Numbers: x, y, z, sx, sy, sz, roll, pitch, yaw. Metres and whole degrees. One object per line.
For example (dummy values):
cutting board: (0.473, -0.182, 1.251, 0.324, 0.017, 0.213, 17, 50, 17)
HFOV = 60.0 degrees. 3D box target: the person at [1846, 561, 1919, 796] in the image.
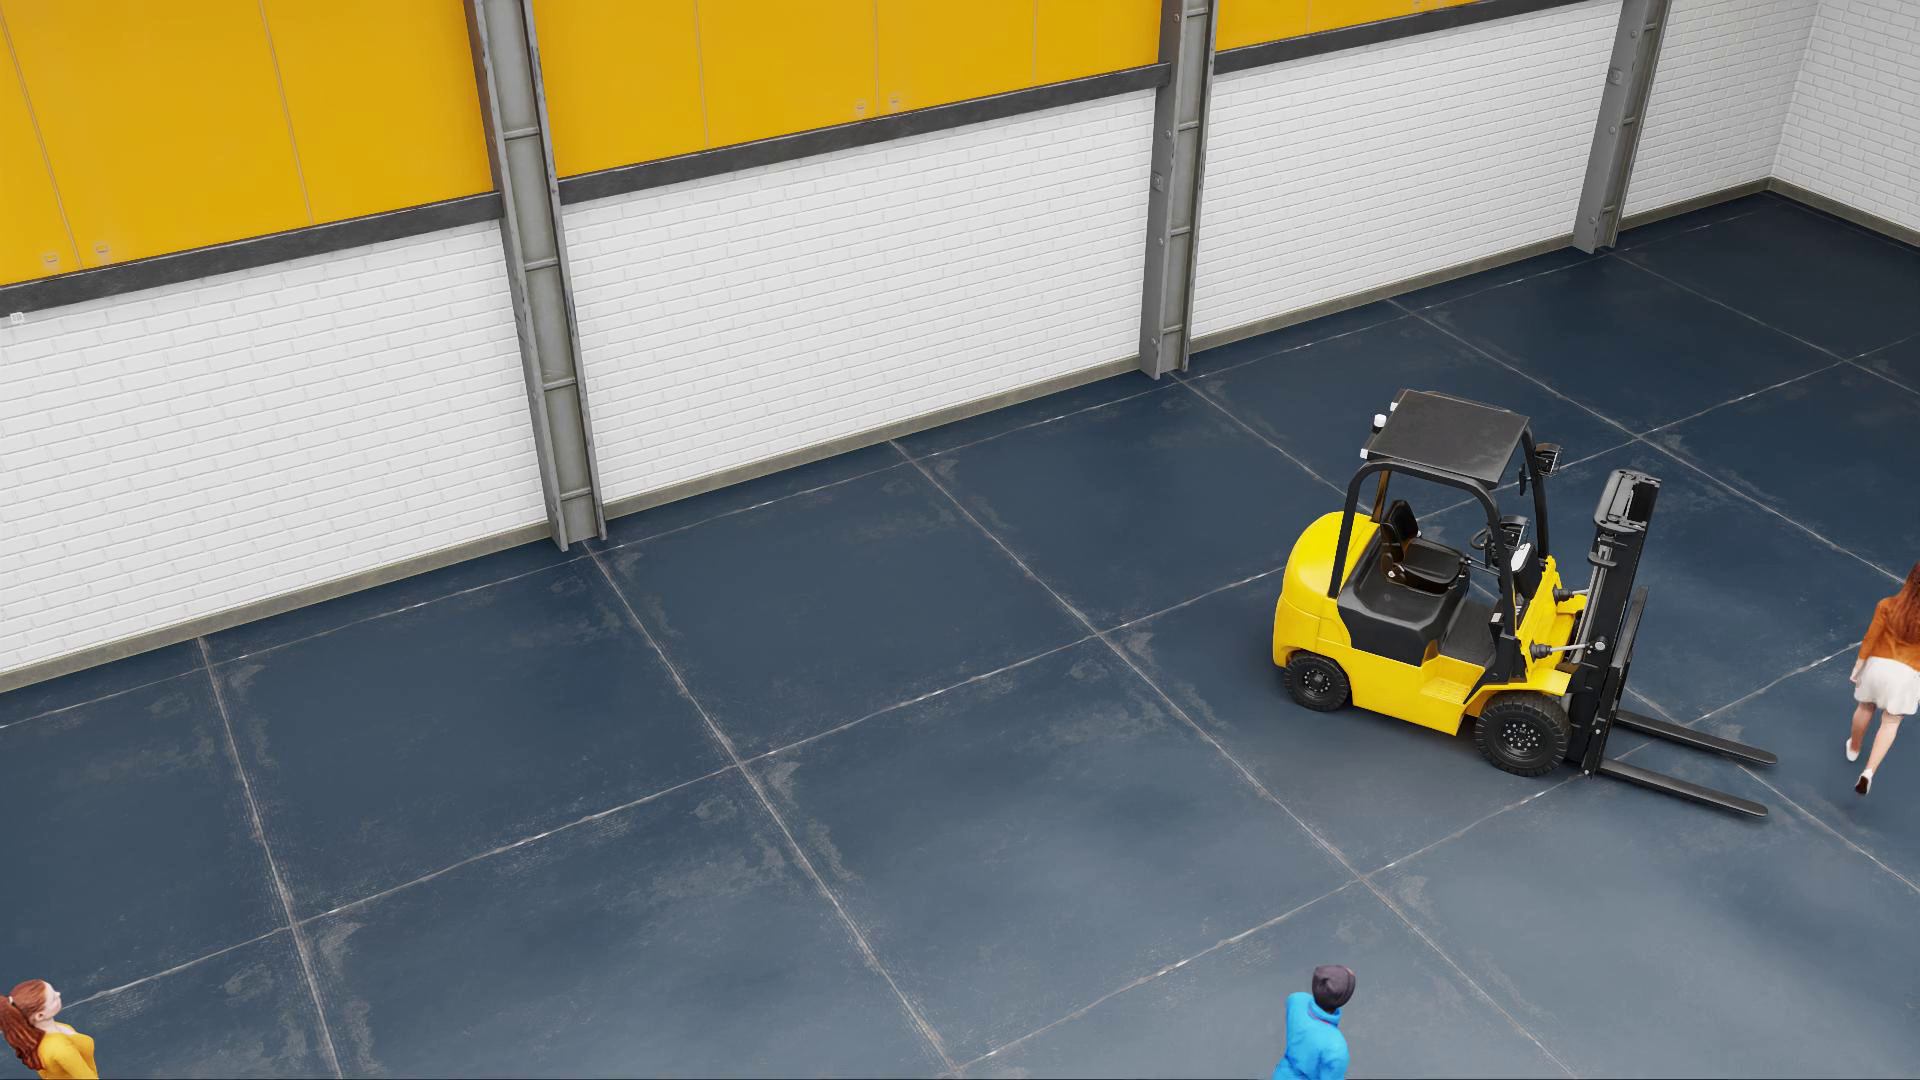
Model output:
person: (6.143, 0.921, 10.955, 0.894, 1.702, 1.093, 19, 38, 26)

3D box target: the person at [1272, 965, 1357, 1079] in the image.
person: (1.601, 2.771, 8.139, 1.142, 1.739, 0.687, -15, 36, -21)

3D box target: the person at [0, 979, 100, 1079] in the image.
person: (-4.294, 2.775, 8.123, 0.679, 1.751, 0.714, 16, 37, 23)
